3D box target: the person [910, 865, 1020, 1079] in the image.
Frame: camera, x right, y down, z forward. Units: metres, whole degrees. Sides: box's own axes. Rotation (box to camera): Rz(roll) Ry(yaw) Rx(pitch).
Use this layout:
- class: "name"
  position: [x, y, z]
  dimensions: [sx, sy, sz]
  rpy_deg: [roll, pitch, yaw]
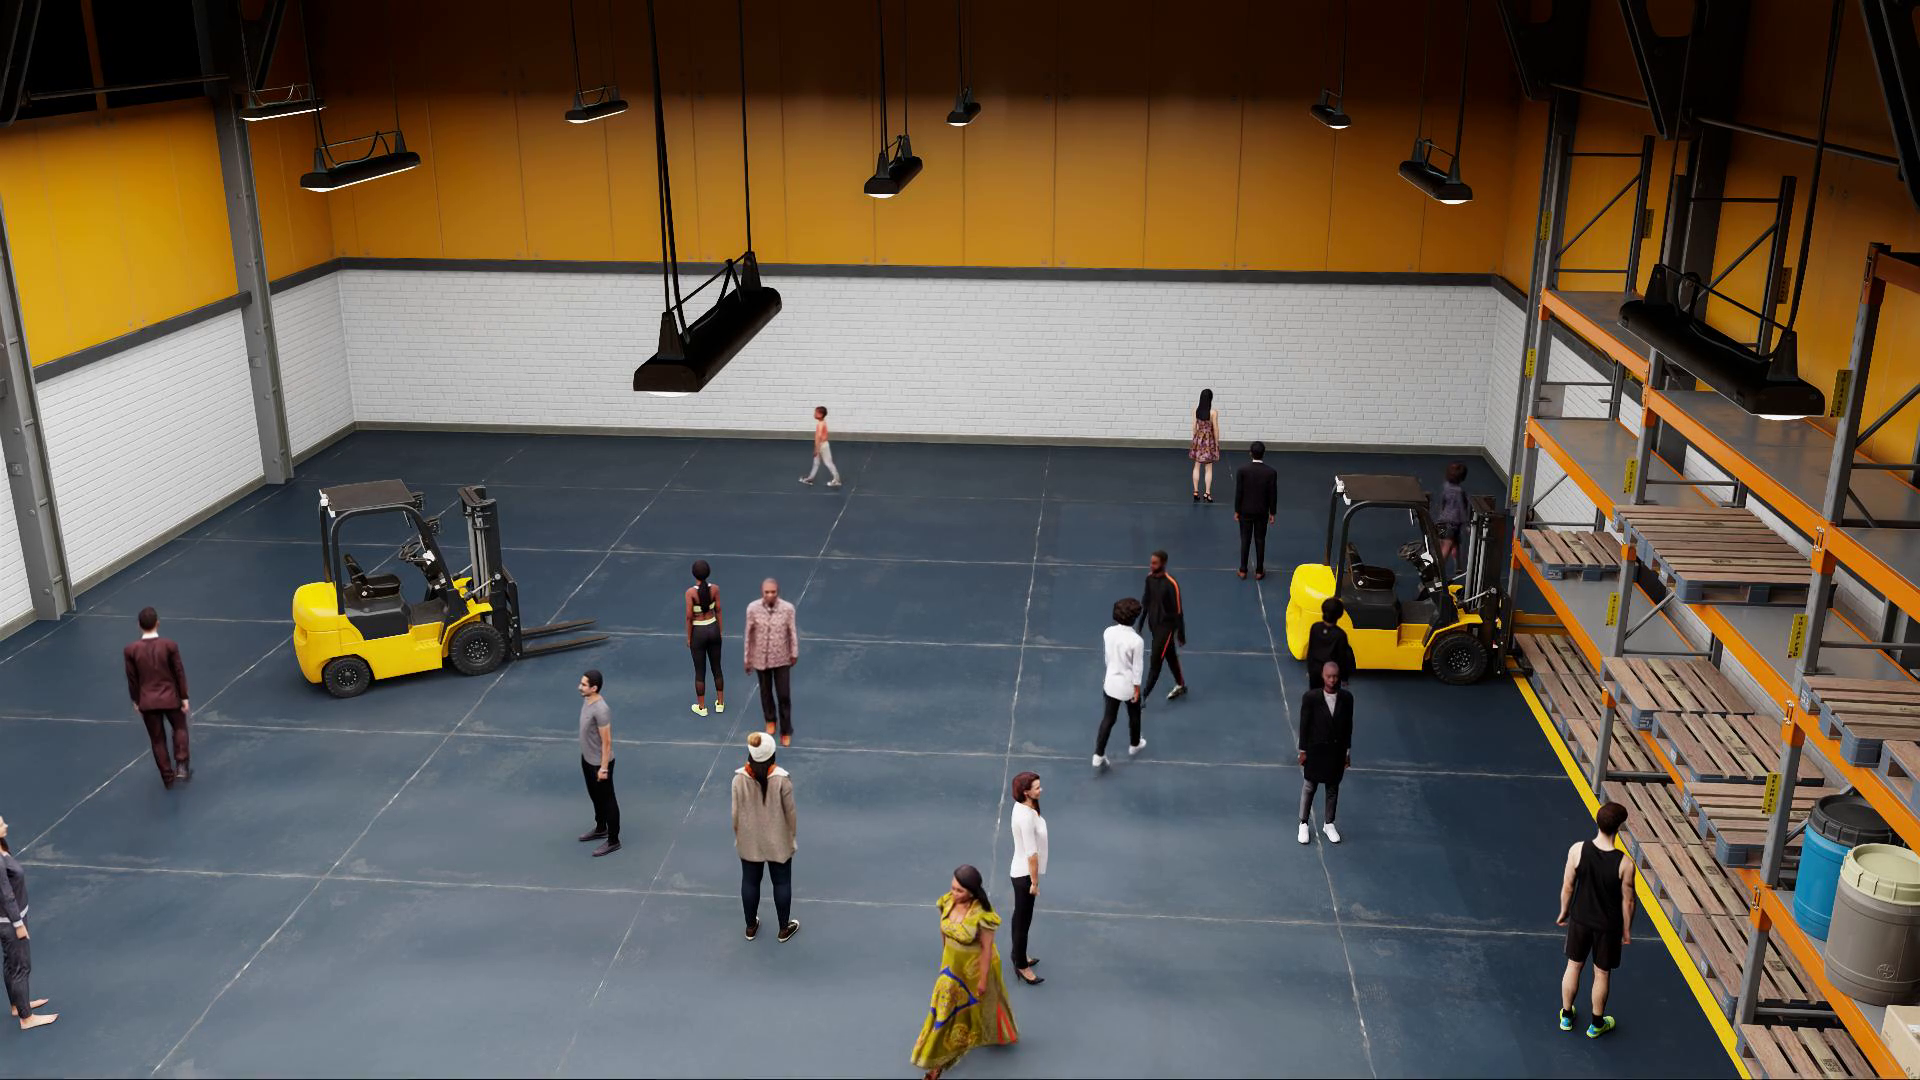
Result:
- class: "person"
  position: [0.110, 3.096, 12.152]
  dimensions: [1.132, 1.606, 1.438]
  rpy_deg: [11, 22, 30]

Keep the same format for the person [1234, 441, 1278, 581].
- class: "person"
  position: [3.905, -0.352, 22.110]
  dimensions: [0.713, 1.786, 0.551]
  rpy_deg: [3, 19, 8]

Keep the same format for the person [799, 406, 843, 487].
- class: "person"
  position: [-2.099, -1.456, 26.180]
  dimensions: [0.611, 1.280, 0.848]
  rpy_deg: [0, 19, 0]

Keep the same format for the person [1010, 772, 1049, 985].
- class: "person"
  position: [0.514, 2.653, 13.173]
  dimensions: [0.689, 1.793, 0.490]
  rpy_deg: [-1, 19, -2]

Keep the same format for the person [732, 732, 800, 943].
- class: "person"
  position: [-1.619, 2.420, 13.715]
  dimensions: [0.705, 1.891, 0.656]
  rpy_deg: [3, 19, 8]

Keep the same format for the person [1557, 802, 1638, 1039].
- class: "person"
  position: [4.762, 2.841, 12.466]
  dimensions: [0.780, 1.890, 0.763]
  rpy_deg: [12, 22, 32]

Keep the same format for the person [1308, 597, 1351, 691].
- class: "person"
  position: [3.767, 1.384, 17.135]
  dimensions: [0.703, 1.671, 0.734]
  rpy_deg: [15, 24, 38]

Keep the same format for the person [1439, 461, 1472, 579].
- class: "person"
  position: [6.380, -0.195, 21.803]
  dimensions: [0.767, 1.683, 0.791]
  rpy_deg: [-2, 19, -6]

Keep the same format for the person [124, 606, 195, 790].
- class: "person"
  position: [-7.833, 1.584, 16.256]
  dimensions: [0.790, 1.853, 0.795]
  rpy_deg: [-7, 20, -21]

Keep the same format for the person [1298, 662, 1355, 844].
- class: "person"
  position: [3.368, 1.940, 15.340]
  dimensions: [0.673, 1.762, 0.588]
  rpy_deg: [-1, 19, -2]

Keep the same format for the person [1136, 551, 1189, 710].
- class: "person"
  position: [2.300, 0.961, 18.243]
  dimensions: [1.167, 1.765, 1.193]
  rpy_deg: [-12, 22, -32]

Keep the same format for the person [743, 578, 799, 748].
- class: "person"
  position: [-1.980, 1.210, 17.478]
  dimensions: [0.738, 1.781, 0.951]
  rpy_deg: [0, 19, 1]

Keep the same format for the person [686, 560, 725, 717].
- class: "person"
  position: [-2.751, 1.050, 17.995]
  dimensions: [0.643, 1.755, 0.671]
  rpy_deg: [-10, 21, -26]

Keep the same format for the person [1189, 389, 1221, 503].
- class: "person"
  position: [3.738, -1.443, 25.366]
  dimensions: [0.784, 1.774, 0.816]
  rpy_deg: [11, 22, 30]

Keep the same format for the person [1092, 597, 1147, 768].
- class: "person"
  position: [1.581, 1.459, 16.742]
  dimensions: [0.959, 1.779, 1.207]
  rpy_deg: [11, 22, 30]

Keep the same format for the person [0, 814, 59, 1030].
- class: "person"
  position: [-7.214, 2.858, 12.606]
  dimensions: [0.738, 1.768, 0.683]
  rpy_deg: [-16, 24, -39]

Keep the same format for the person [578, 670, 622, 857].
- class: "person"
  position: [-3.303, 1.993, 15.194]
  dimensions: [0.757, 1.755, 0.673]
  rpy_deg: [-11, 22, -31]
